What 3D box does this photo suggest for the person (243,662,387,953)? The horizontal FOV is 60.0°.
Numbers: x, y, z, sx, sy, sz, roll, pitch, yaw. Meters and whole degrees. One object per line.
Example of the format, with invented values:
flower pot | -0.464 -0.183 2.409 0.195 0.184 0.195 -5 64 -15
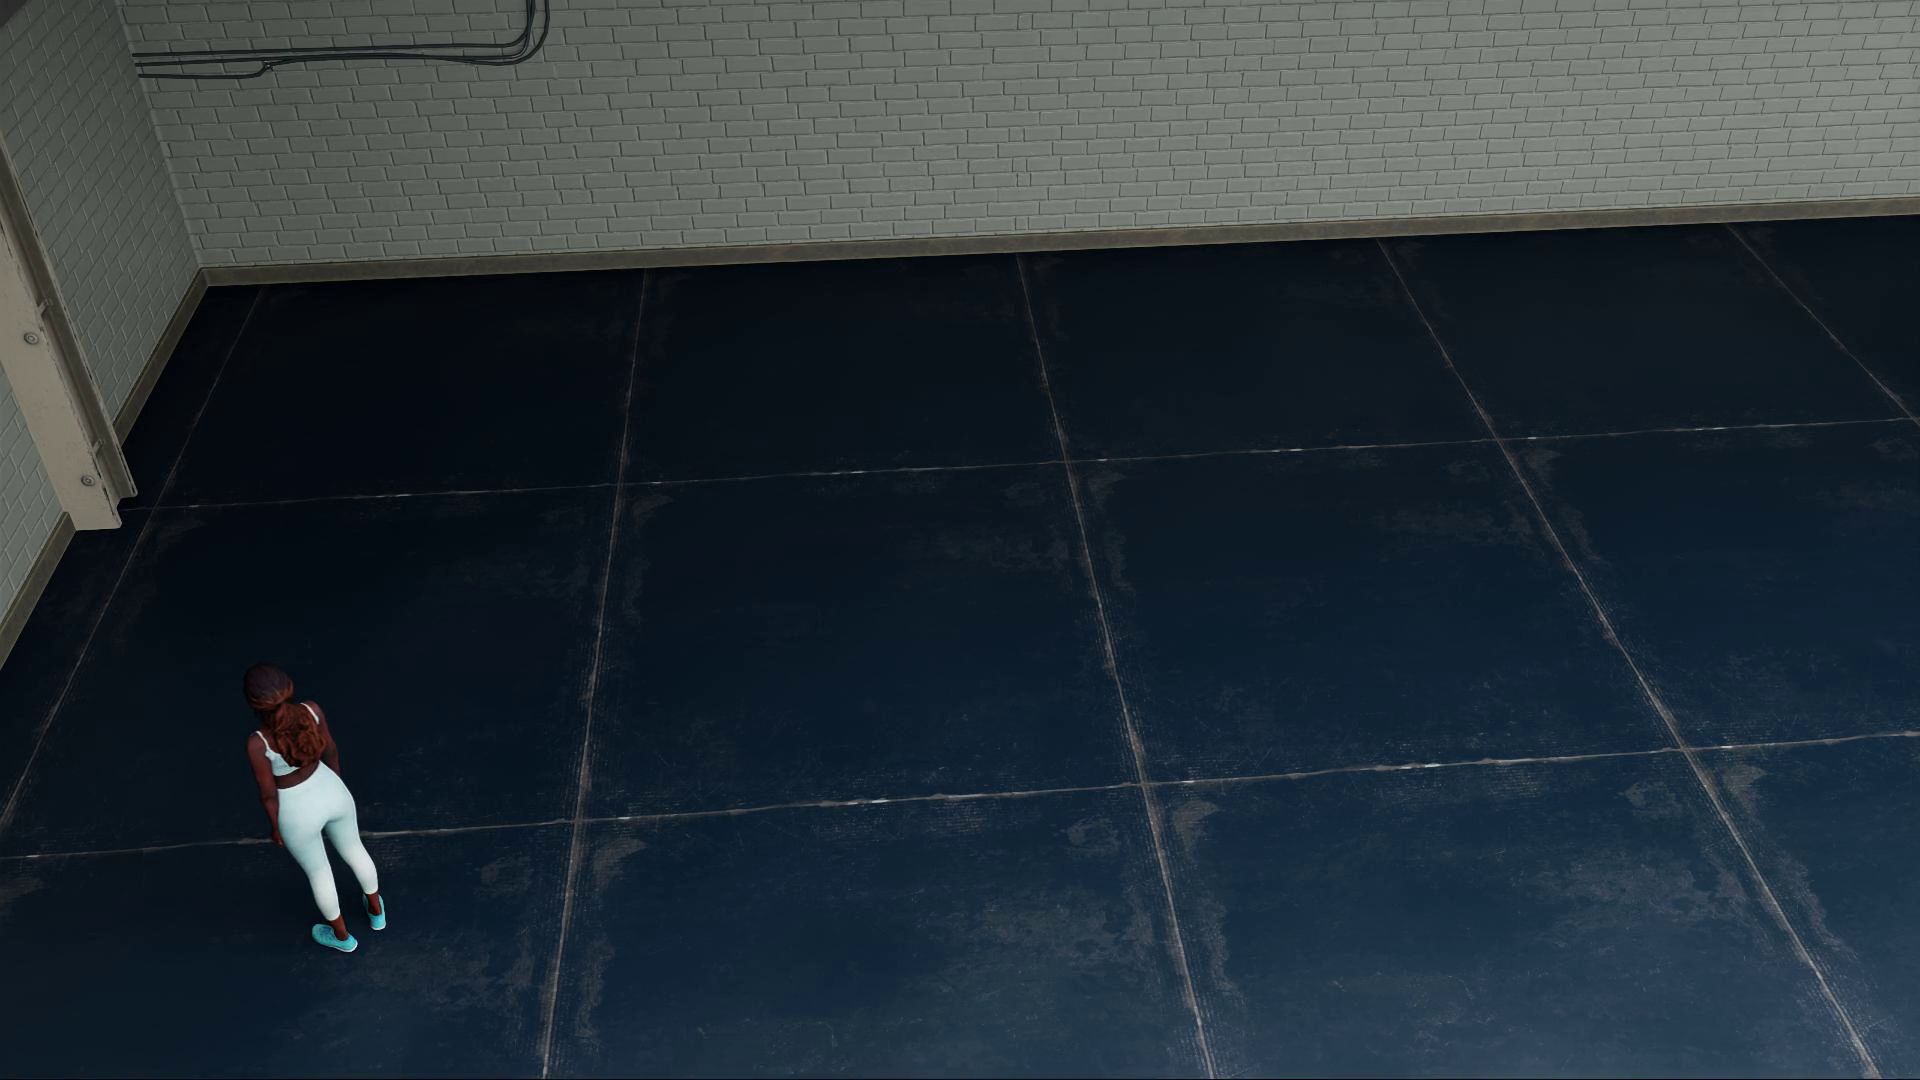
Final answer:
person | -2.966 1.228 7.612 0.711 1.725 0.646 25 45 29
